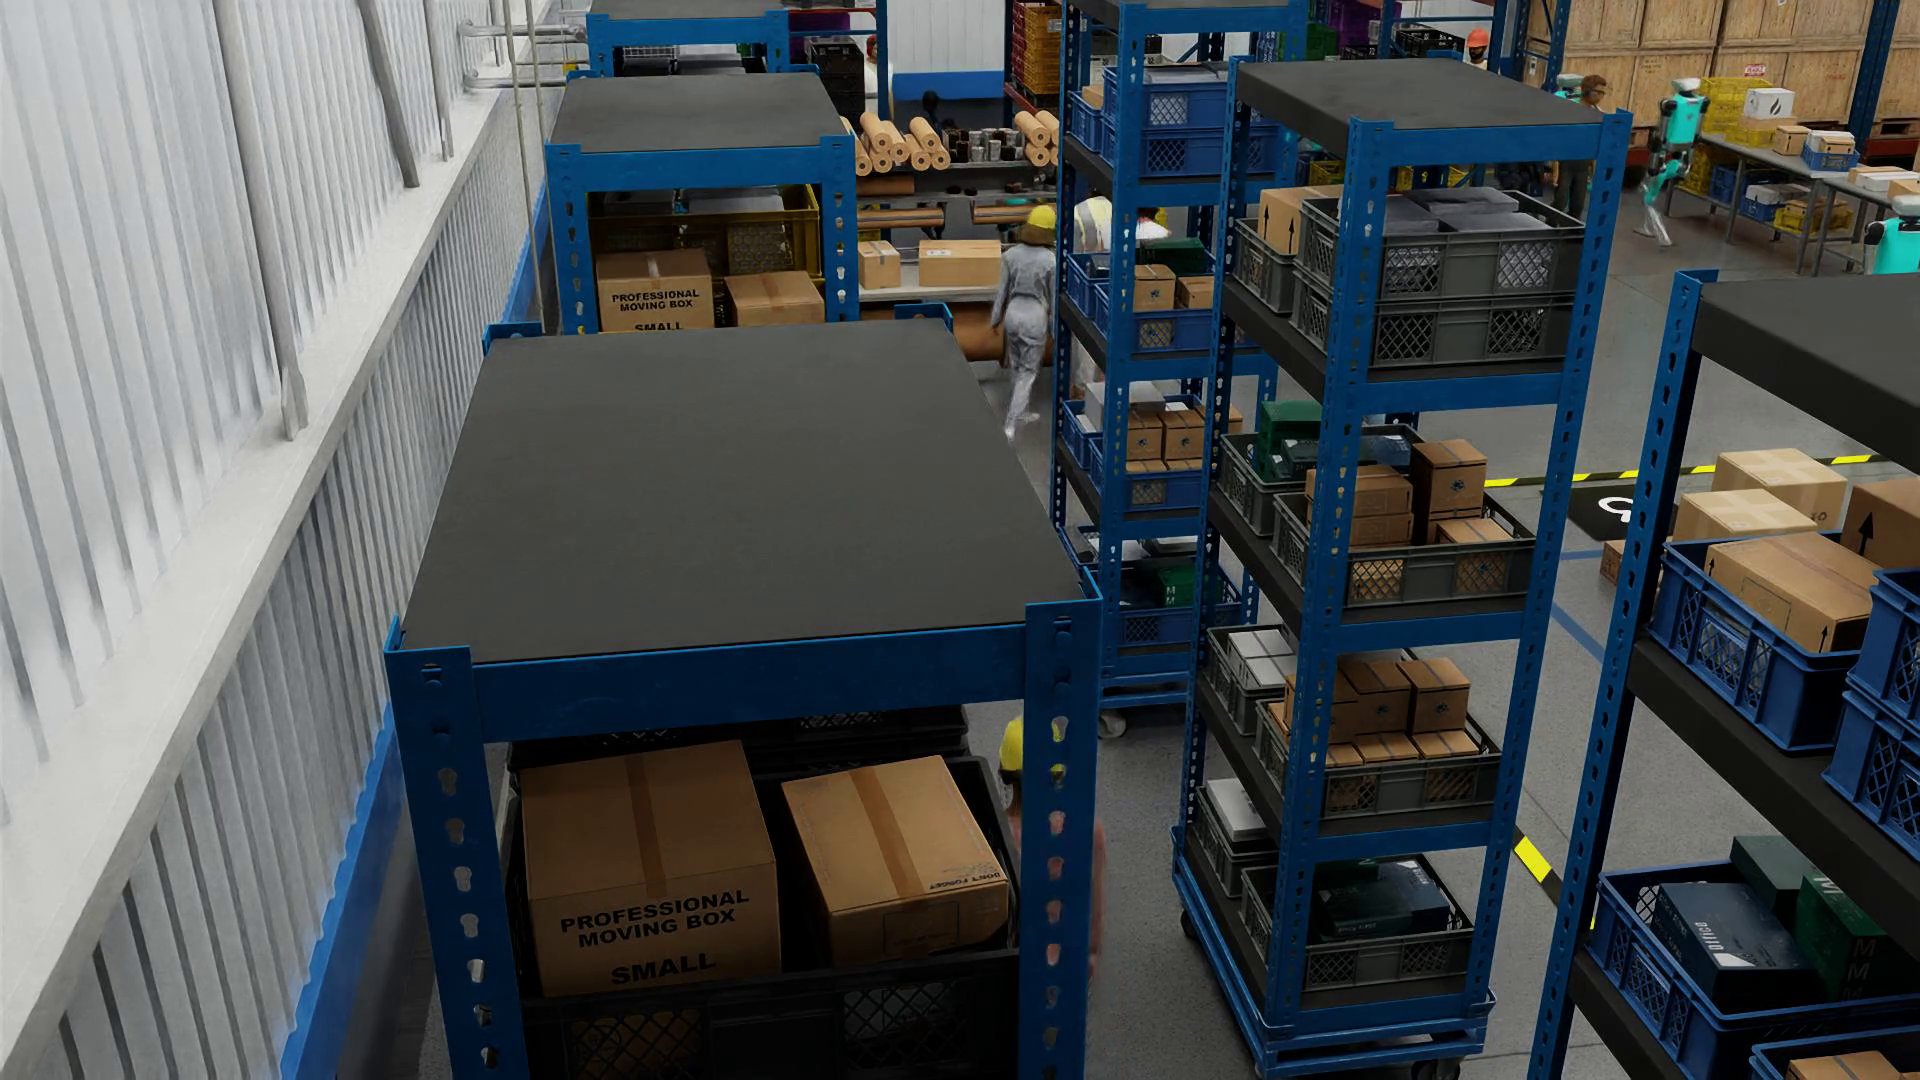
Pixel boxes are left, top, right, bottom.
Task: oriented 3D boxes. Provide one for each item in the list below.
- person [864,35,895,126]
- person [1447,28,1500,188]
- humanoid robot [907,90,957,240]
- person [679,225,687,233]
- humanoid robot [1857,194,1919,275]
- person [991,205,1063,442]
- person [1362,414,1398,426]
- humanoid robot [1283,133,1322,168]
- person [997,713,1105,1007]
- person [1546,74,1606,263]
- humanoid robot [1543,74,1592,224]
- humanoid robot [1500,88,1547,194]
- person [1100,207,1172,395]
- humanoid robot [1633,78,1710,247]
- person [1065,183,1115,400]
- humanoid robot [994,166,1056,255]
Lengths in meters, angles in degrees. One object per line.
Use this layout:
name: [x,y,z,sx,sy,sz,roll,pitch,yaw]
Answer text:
person: [-0.982,-4.761,18.777,0.566,1.836,0.384,-19,31,-35]
person: [5.648,-4.680,18.474,0.542,1.939,0.359,18,30,34]
humanoid robot: [-0.243,-3.608,16.451,0.602,1.638,0.460,-9,26,-19]
person: [-1.897,-1.792,12.278,0.519,1.869,0.317,10,27,21]
humanoid robot: [6.648,-1.544,11.734,0.533,1.680,0.735,1,25,2]
person: [0.452,-1.535,11.919,0.541,1.699,0.708,14,28,27]
person: [1.949,0.184,8.004,0.589,1.852,0.365,-3,25,-6]
humanoid robot: [3.965,-4.792,19.046,0.534,1.792,1.065,-18,30,-34]
person: [0.213,1.370,5.531,0.539,1.756,0.432,-3,25,-6]
person: [6.021,-3.636,16.335,0.530,1.831,0.362,-10,27,-21]
humanoid robot: [6.163,-3.757,16.695,0.549,1.719,0.996,-10,26,-20]
humanoid robot: [5.612,-3.695,16.655,0.609,1.641,0.390,-21,32,-38]
person: [1.266,-1.709,12.114,0.582,1.857,1.014,23,33,40]
humanoid robot: [7.087,-3.818,16.839,0.554,1.743,0.974,-8,26,-16]
person: [1.065,-1.967,12.693,0.626,1.844,0.429,-10,26,-20]
humanoid robot: [0.606,-2.423,13.862,0.716,1.846,0.563,9,26,19]
